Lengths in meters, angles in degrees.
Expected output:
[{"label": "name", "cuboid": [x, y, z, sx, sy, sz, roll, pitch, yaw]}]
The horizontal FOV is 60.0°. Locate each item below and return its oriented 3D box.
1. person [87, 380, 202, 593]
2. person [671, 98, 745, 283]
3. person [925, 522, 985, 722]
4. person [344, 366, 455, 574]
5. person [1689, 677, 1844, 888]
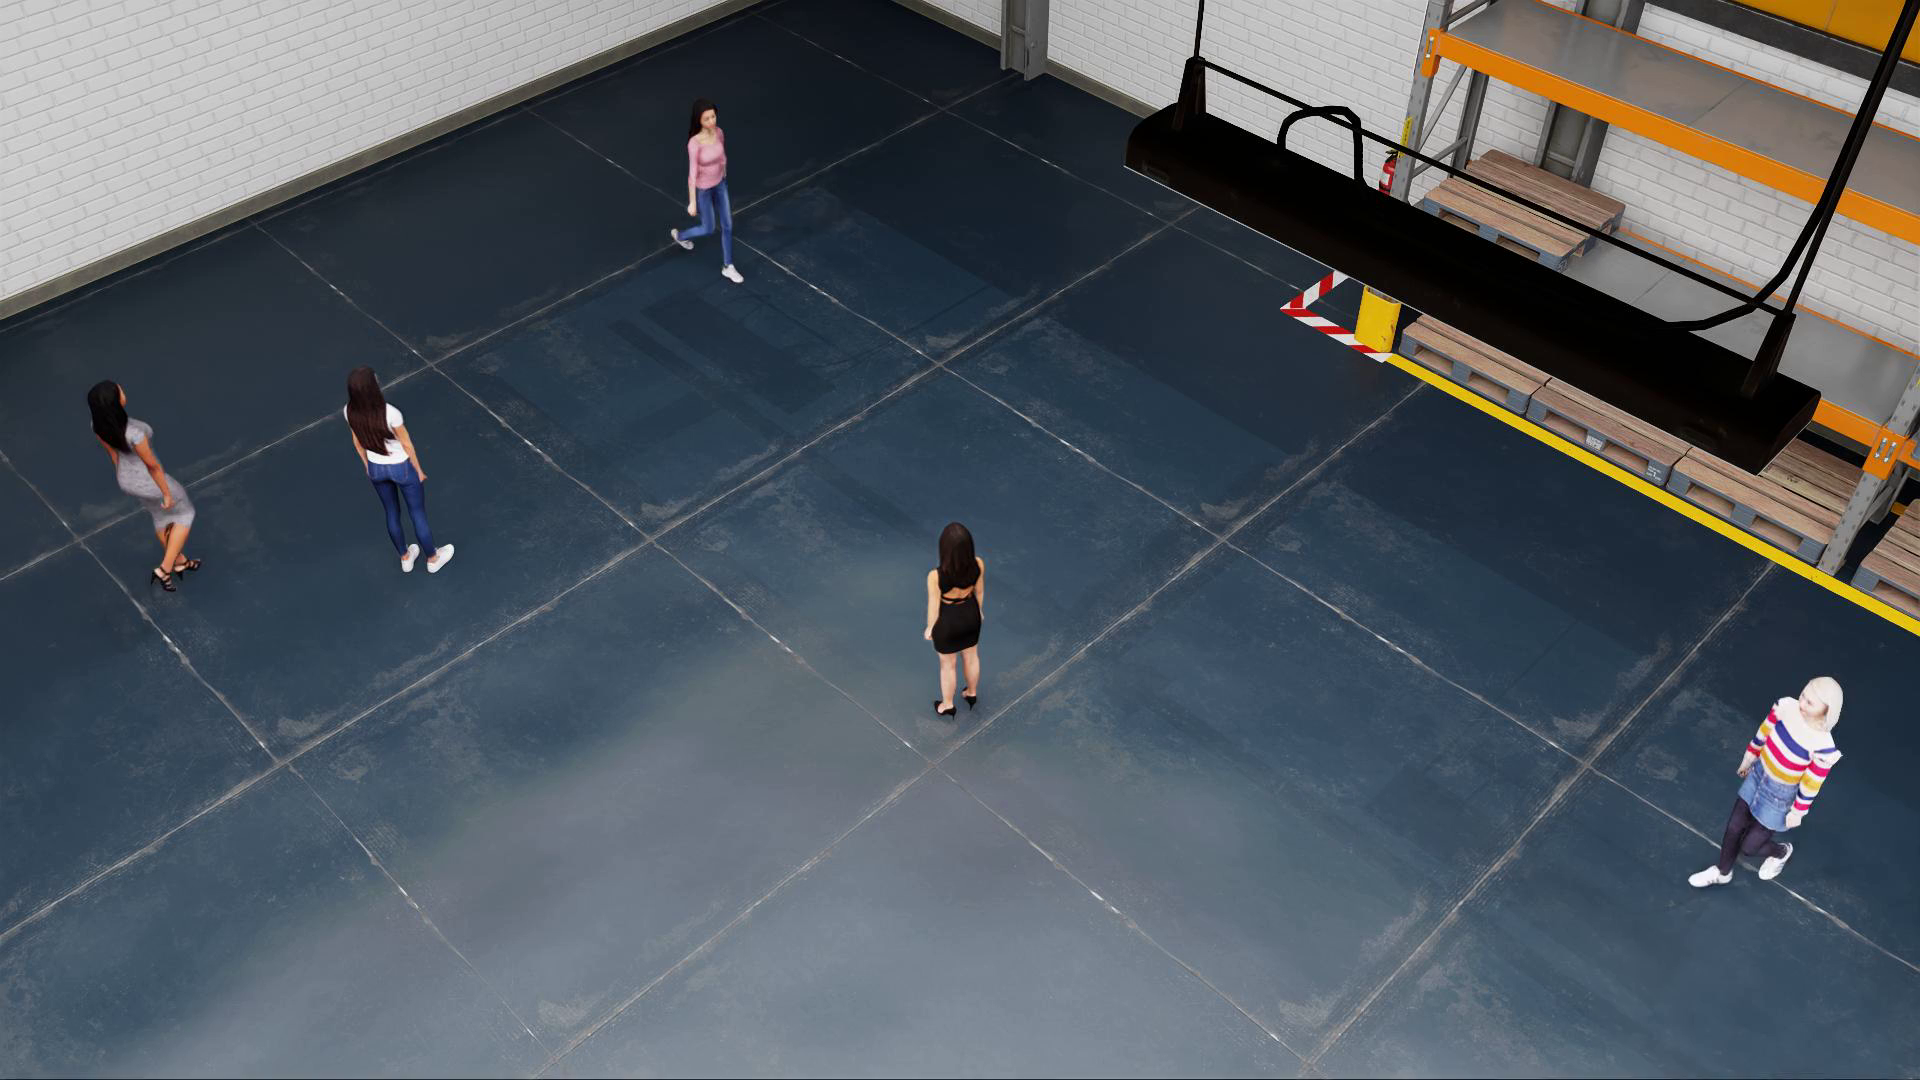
[{"label": "person", "cuboid": [-5.605, -0.309, 11.369, 0.796, 1.770, 0.817, 12, 45, 13]}, {"label": "person", "cuboid": [-2.207, -3.031, 14.262, 0.986, 1.719, 0.698, 26, 49, 25]}, {"label": "person", "cuboid": [-0.018, 0.530, 10.574, 0.610, 1.650, 0.577, -19, 47, -19]}, {"label": "person", "cuboid": [-3.936, -0.471, 11.535, 0.626, 1.774, 0.730, 9, 44, 10]}, {"label": "person", "cuboid": [4.732, 1.423, 9.532, 0.925, 1.796, 0.900, -11, 45, -11]}]
